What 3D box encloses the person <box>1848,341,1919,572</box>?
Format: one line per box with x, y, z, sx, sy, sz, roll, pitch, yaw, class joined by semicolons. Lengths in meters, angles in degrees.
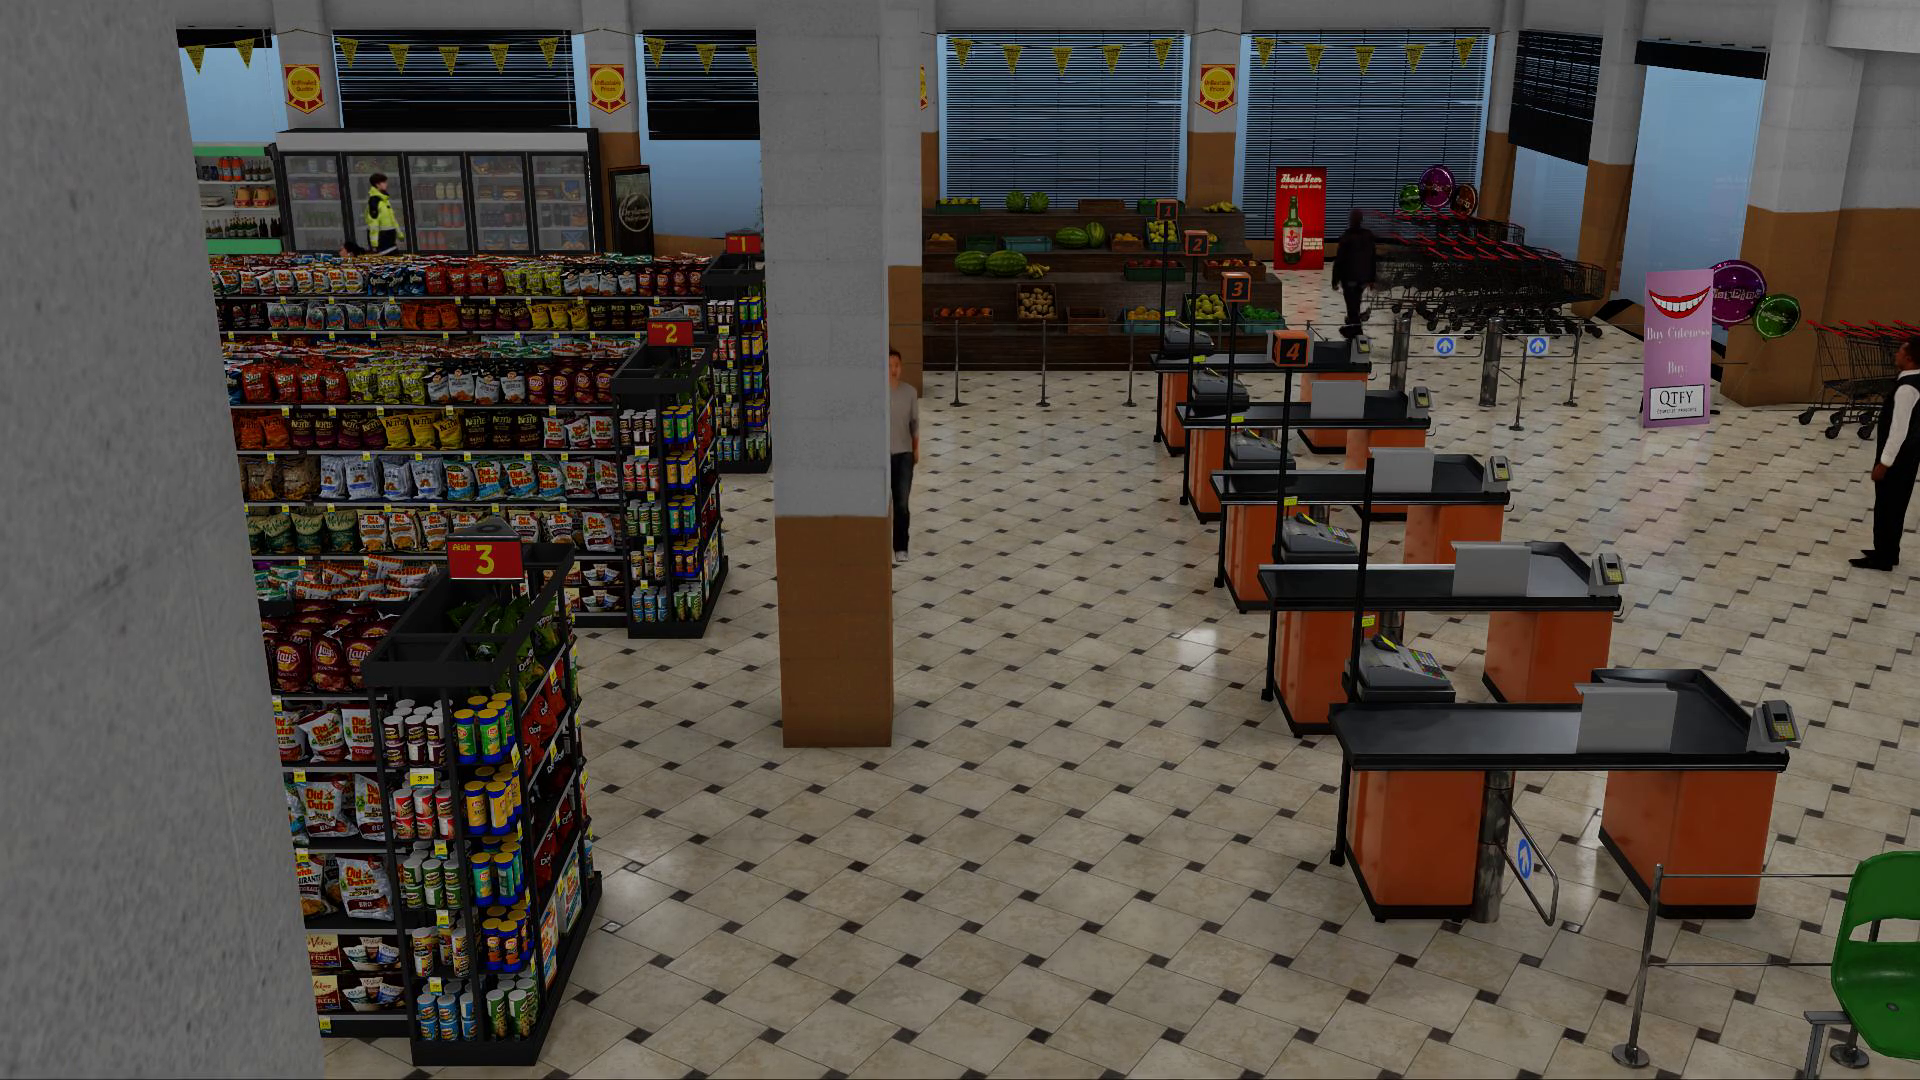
7.741;-0.699;13.716;0.766;1.918;0.827;-17;25;-42;person

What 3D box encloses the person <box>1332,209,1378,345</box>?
5.291;-3.451;22.065;1.047;1.799;0.967;-6;19;-17;person

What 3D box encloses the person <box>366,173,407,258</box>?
-8.720;-4.457;24.846;1.248;1.927;0.867;-2;19;-6;person
